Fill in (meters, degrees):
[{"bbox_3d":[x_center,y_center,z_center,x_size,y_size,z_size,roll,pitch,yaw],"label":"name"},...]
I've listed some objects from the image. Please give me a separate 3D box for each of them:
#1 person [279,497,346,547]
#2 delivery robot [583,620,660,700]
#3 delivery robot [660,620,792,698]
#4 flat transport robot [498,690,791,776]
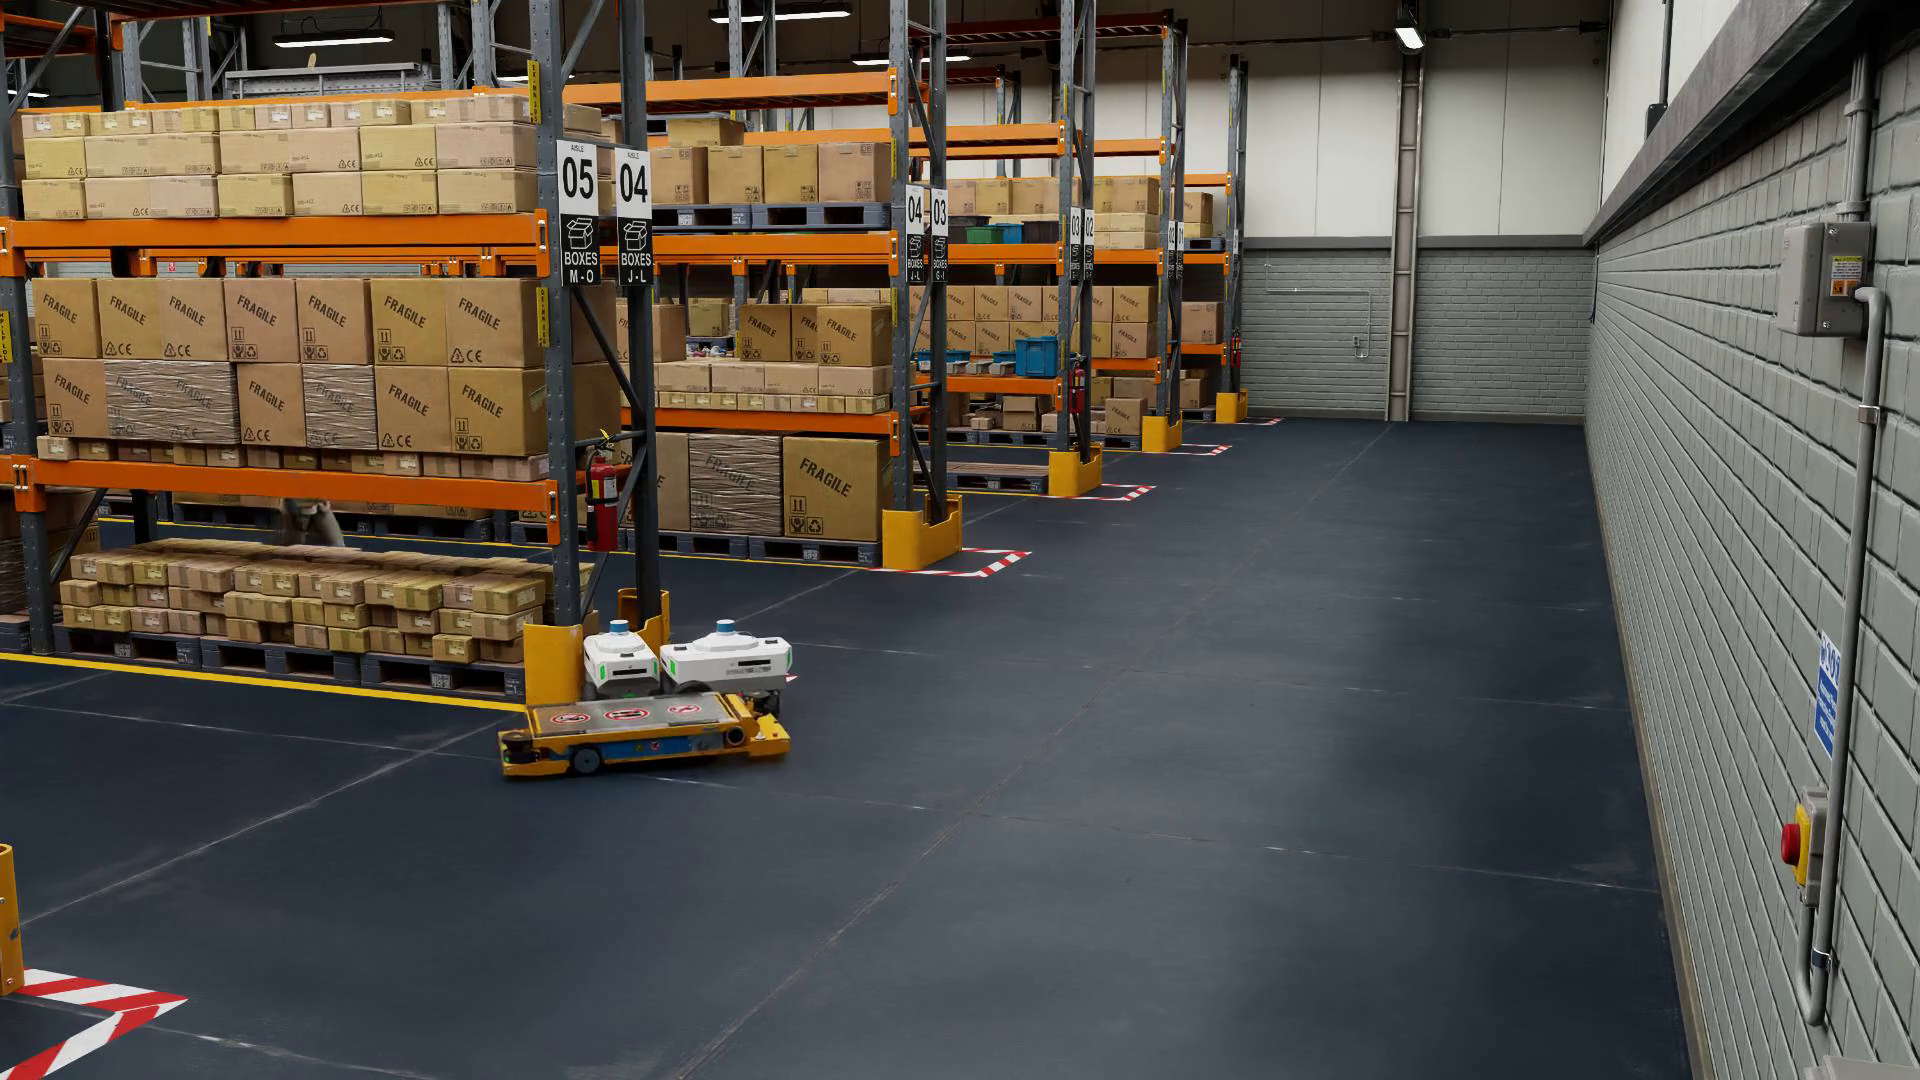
[{"bbox_3d":[-4.602,-0.195,11.814,0.558,1.623,0.513,4,10,23],"label":"person"},{"bbox_3d":[-1.906,0.692,9.333,0.477,0.478,0.707,-3,10,-20],"label":"delivery robot"},{"bbox_3d":[-1.309,0.691,9.337,0.707,0.478,0.477,-3,10,-19],"label":"delivery robot"},{"bbox_3d":[-1.651,0.989,8.653,1.431,0.197,0.652,-3,10,-18],"label":"flat transport robot"}]
